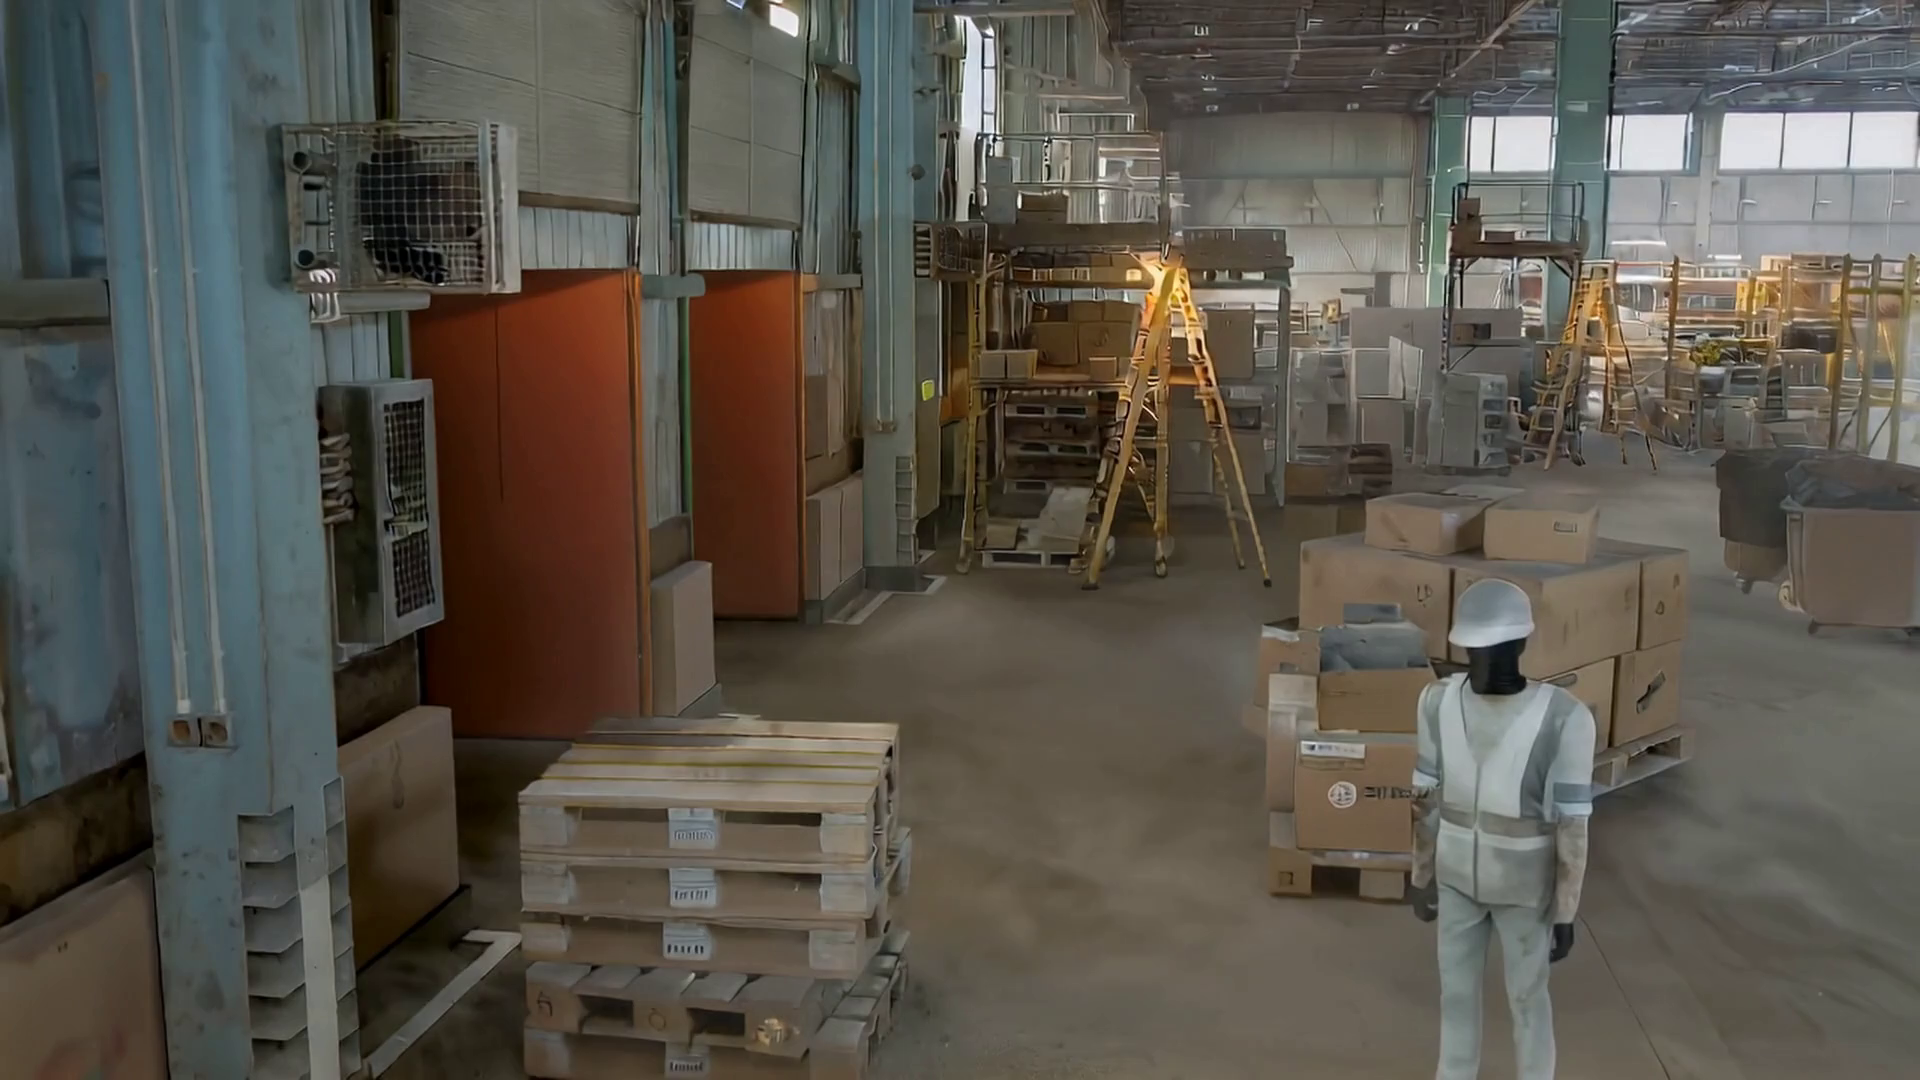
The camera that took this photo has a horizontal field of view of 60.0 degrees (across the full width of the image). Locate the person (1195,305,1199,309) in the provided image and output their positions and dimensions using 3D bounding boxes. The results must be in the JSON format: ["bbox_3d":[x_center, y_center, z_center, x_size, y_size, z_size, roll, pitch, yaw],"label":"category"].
[{"bbox_3d":[6.274,-5.346,44.668,0.544,1.930,0.389,-5,10,-28],"label":"person"}]

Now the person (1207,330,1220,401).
[{"bbox_3d":[5.296,-3.641,35.069,0.314,1.634,0.515,-4,10,-25],"label":"person"}]

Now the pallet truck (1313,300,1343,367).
[{"bbox_3d":[11.159,-6.200,49.718,0.823,1.965,1.885,4,10,26],"label":"pallet truck"}]

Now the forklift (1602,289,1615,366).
[{"bbox_3d":[17.337,-6.024,45.922,1.129,2.768,1.873,8,12,40],"label":"forklift"}]

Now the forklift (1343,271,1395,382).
[{"bbox_3d":[10.651,-5.394,42.034,1.873,2.768,1.129,1,9,9],"label":"forklift"}]

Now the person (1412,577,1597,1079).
[{"bbox_3d":[1.658,1.060,5.194,0.584,1.920,0.395,9,13,43],"label":"person"}]
